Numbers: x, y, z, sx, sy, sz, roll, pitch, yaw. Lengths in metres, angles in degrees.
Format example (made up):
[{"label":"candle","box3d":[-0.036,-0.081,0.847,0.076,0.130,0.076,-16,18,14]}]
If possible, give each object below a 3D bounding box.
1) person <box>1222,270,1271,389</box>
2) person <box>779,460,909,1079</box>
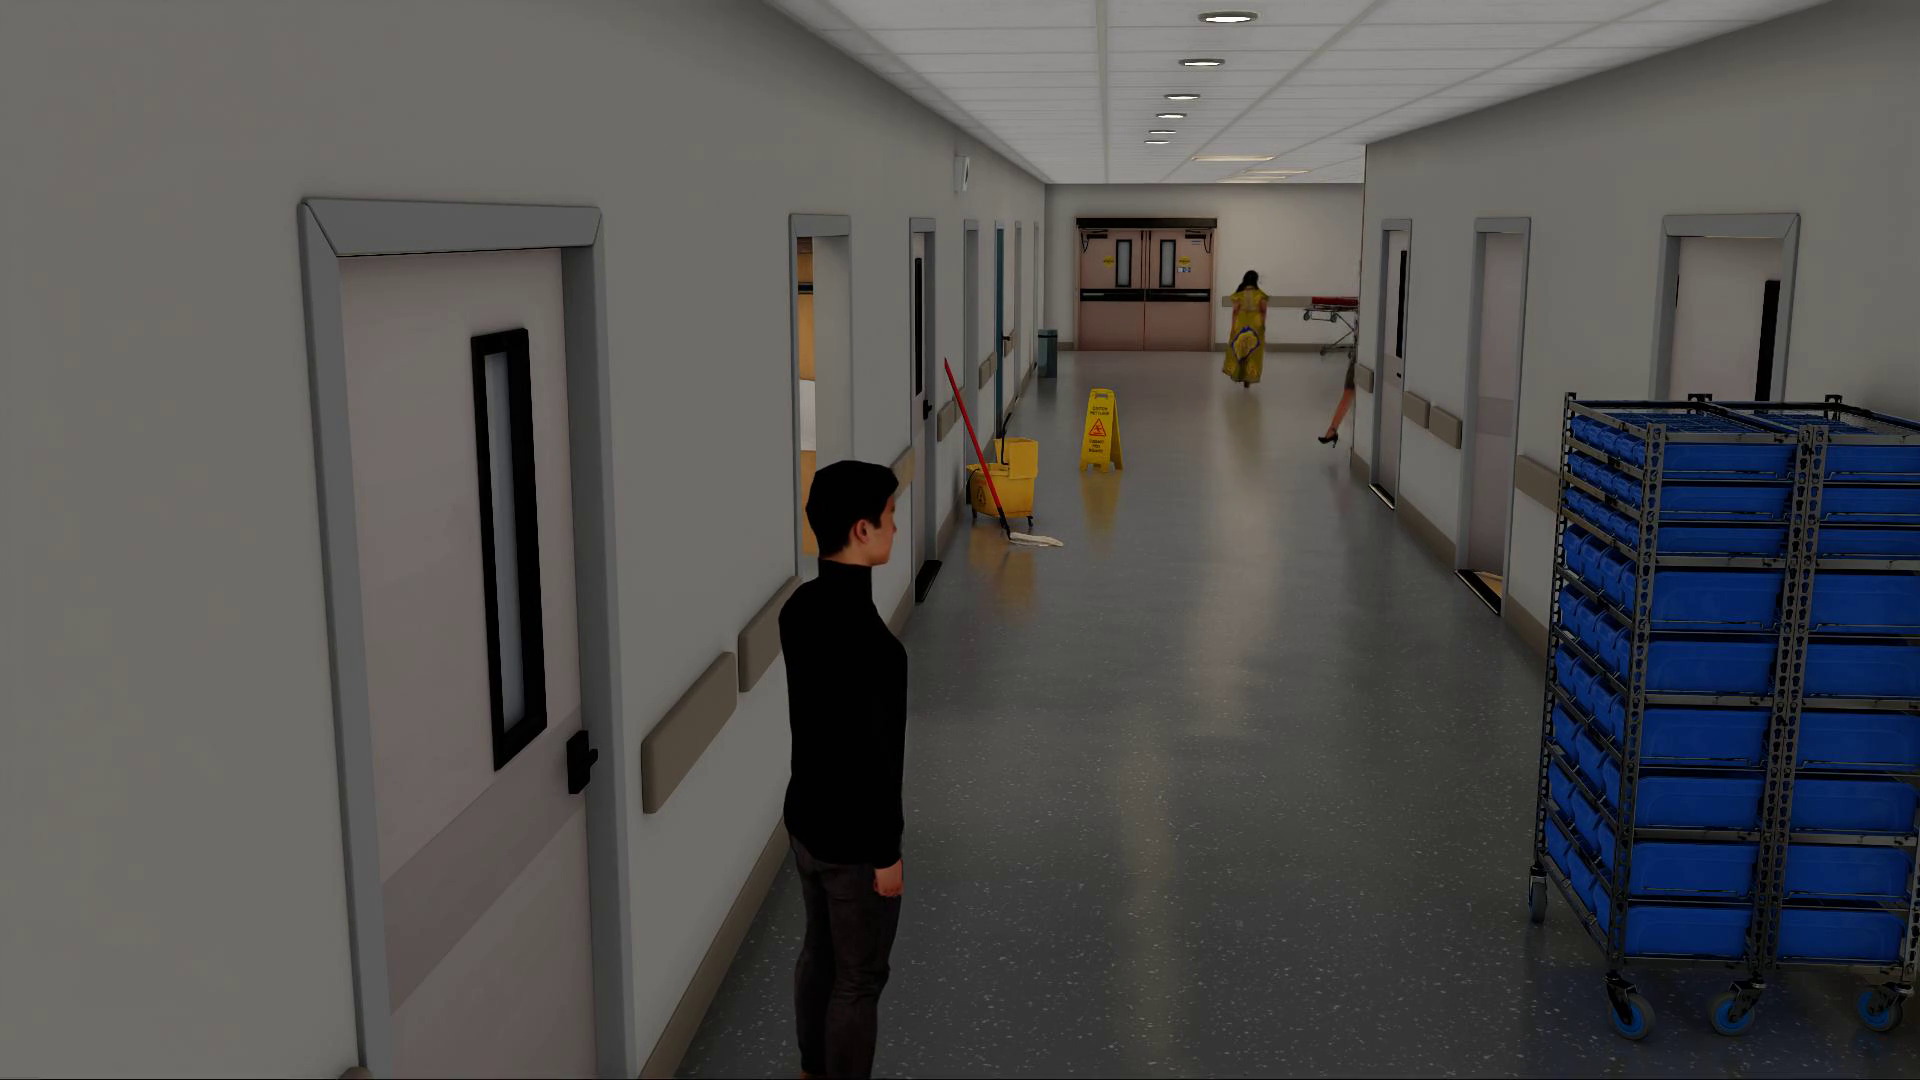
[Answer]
[{"label":"person","box3d":[3.996,-2.872,22.976,0.843,1.607,1.237,2,11,9]},{"label":"person","box3d":[-0.281,0.660,4.054,0.782,1.722,0.656,-5,12,-24]}]
